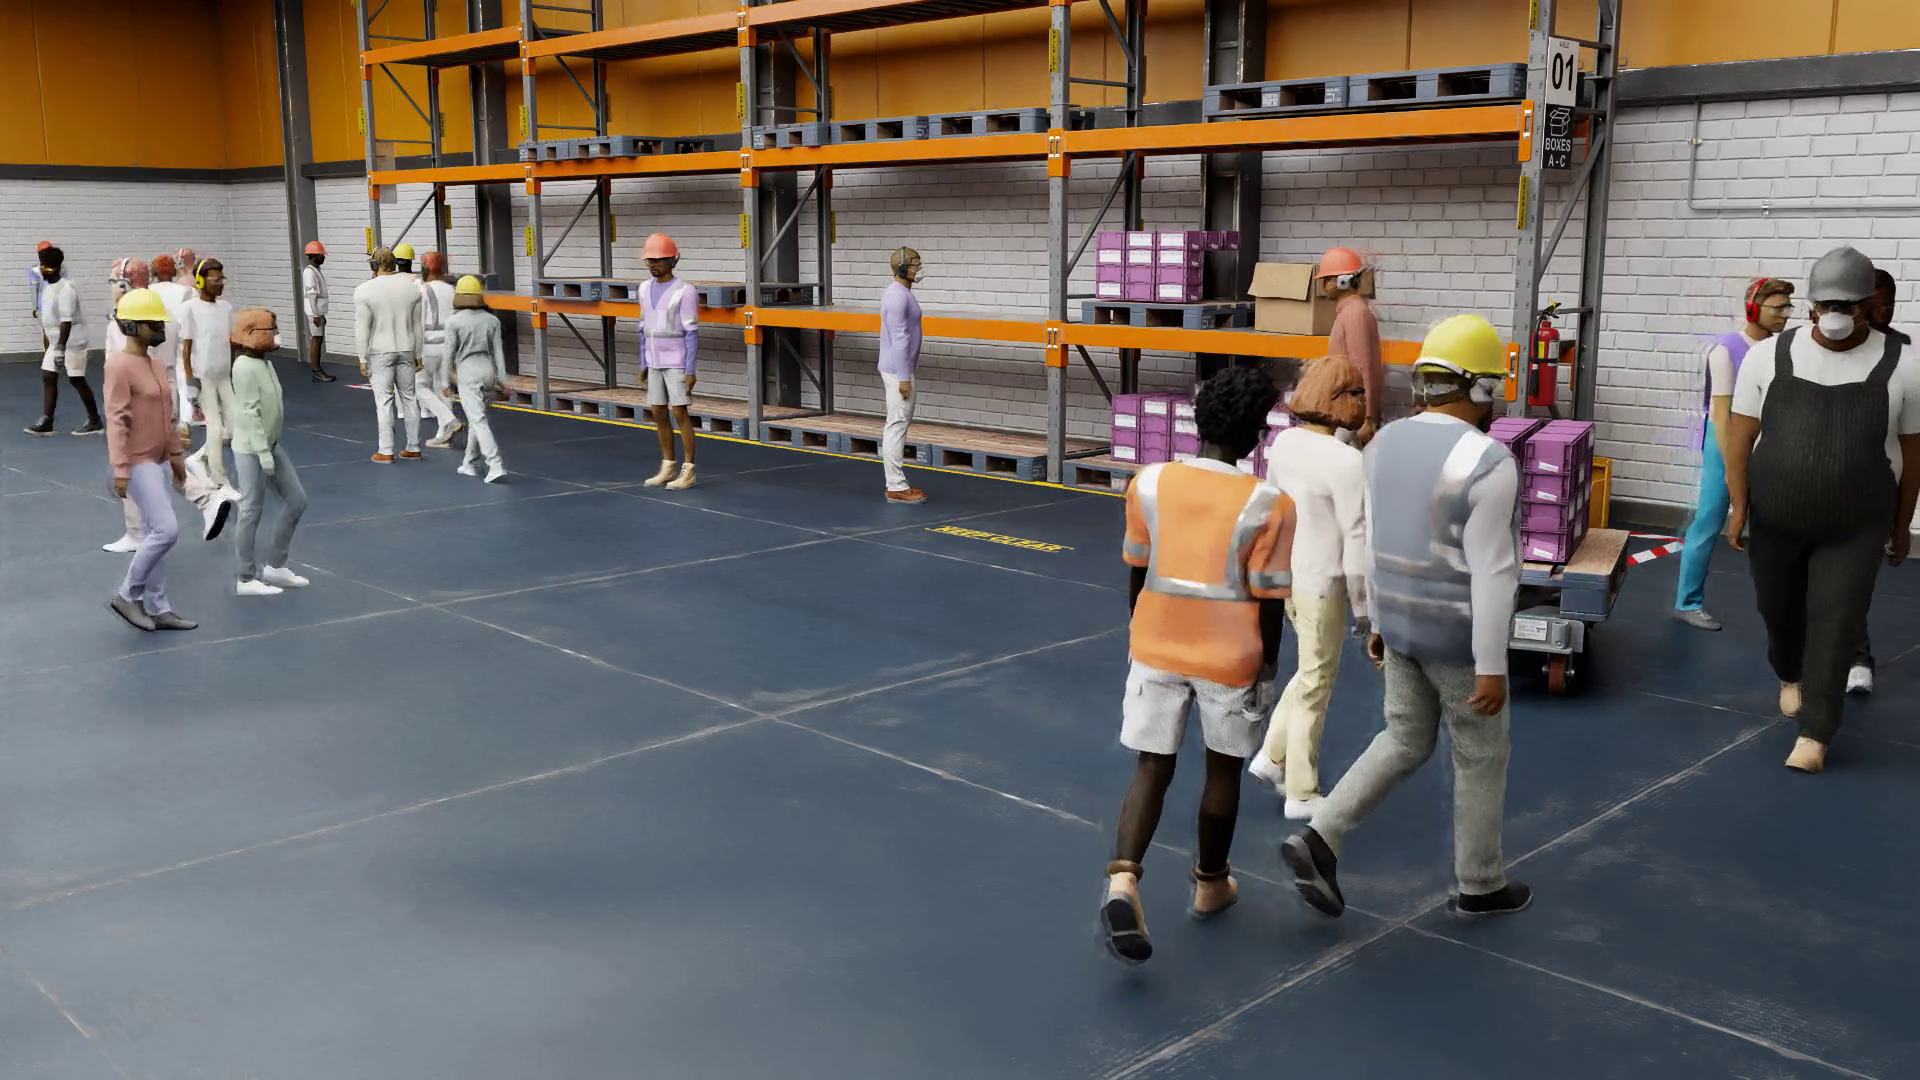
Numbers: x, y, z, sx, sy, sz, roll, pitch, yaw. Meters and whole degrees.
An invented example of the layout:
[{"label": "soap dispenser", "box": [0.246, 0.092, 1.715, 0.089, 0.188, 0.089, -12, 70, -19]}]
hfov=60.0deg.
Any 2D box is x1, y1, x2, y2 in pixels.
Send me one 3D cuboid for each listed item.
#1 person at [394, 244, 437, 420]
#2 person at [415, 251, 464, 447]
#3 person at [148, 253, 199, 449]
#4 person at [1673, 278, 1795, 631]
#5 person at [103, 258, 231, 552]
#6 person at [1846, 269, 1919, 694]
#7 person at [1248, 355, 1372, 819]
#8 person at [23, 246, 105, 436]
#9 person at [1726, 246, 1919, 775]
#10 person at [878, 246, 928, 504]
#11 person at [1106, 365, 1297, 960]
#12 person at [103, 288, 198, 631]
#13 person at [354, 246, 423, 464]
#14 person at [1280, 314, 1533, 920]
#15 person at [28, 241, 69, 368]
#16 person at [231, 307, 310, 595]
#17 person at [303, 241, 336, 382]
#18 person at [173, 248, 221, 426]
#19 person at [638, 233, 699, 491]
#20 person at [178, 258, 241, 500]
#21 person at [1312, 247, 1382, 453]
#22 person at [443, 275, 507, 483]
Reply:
[{"label": "person", "box": [-6.065, -2.280, 18.285, 0.585, 1.929, 0.370, -1, 10, -4]}, {"label": "person", "box": [-4.954, -1.788, 15.760, 0.459, 1.869, 0.609, 4, 11, 22]}, {"label": "person", "box": [-7.494, -1.790, 15.826, 0.589, 1.861, 0.876, -4, 11, -23]}, {"label": "person", "box": [3.982, -0.386, 8.292, 0.580, 1.804, 0.907, -5, 11, -24]}, {"label": "person", "box": [-5.145, -0.850, 10.616, 0.681, 1.885, 0.646, 0, 10, 0]}, {"label": "person", "box": [4.065, -0.255, 7.383, 0.740, 1.863, 0.935, 3, 11, 15]}, {"label": "person", "box": [1.248, 0.173, 5.728, 0.341, 1.619, 0.530, -4, 11, -20]}, {"label": "person", "box": [-9.035, -1.967, 16.632, 0.689, 1.903, 0.827, 9, 13, 39]}, {"label": "person", "box": [3.393, -0.182, 6.537, 0.687, 2.000, 0.975, 7, 13, 34]}, {"label": "person", "box": [-0.437, -1.253, 12.655, 0.374, 1.941, 0.627, 0, 10, -1]}, {"label": "person", "box": [0.650, 0.346, 4.670, 0.534, 1.668, 0.736, 6, 12, 28]}, {"label": "person", "box": [-4.086, -0.386, 8.412, 0.360, 1.752, 0.551, 0, 10, -2]}, {"label": "person", "box": [-5.073, -1.644, 14.832, 0.622, 1.932, 0.367, -10, 14, -42]}, {"label": "person", "box": [1.341, 0.254, 4.814, 0.766, 1.805, 0.605, -5, 11, -24]}, {"label": "person", "box": [-13.869, -3.583, 25.362, 0.545, 1.938, 0.361, -9, 14, -41]}, {"label": "person", "box": [-3.891, -0.486, 9.329, 0.487, 1.620, 0.498, -1, 10, -3]}, {"label": "person", "box": [-8.872, -3.151, 23.000, 0.352, 1.941, 0.543, -3, 11, -14]}, {"label": "person", "box": [-8.037, -2.120, 17.523, 0.517, 1.891, 0.638, 1, 10, 4]}, {"label": "person", "box": [-2.345, -1.407, 13.238, 0.611, 2.037, 0.406, 8, 13, 36]}, {"label": "person", "box": [-5.784, -1.227, 12.762, 0.563, 1.851, 0.513, 5, 11, 24]}, {"label": "person", "box": [2.274, -0.809, 10.230, 1.012, 1.936, 0.635, 3, 11, 15]}, {"label": "person", "box": [-4.001, -1.335, 13.767, 0.927, 1.696, 0.497, 10, 14, 44]}]
